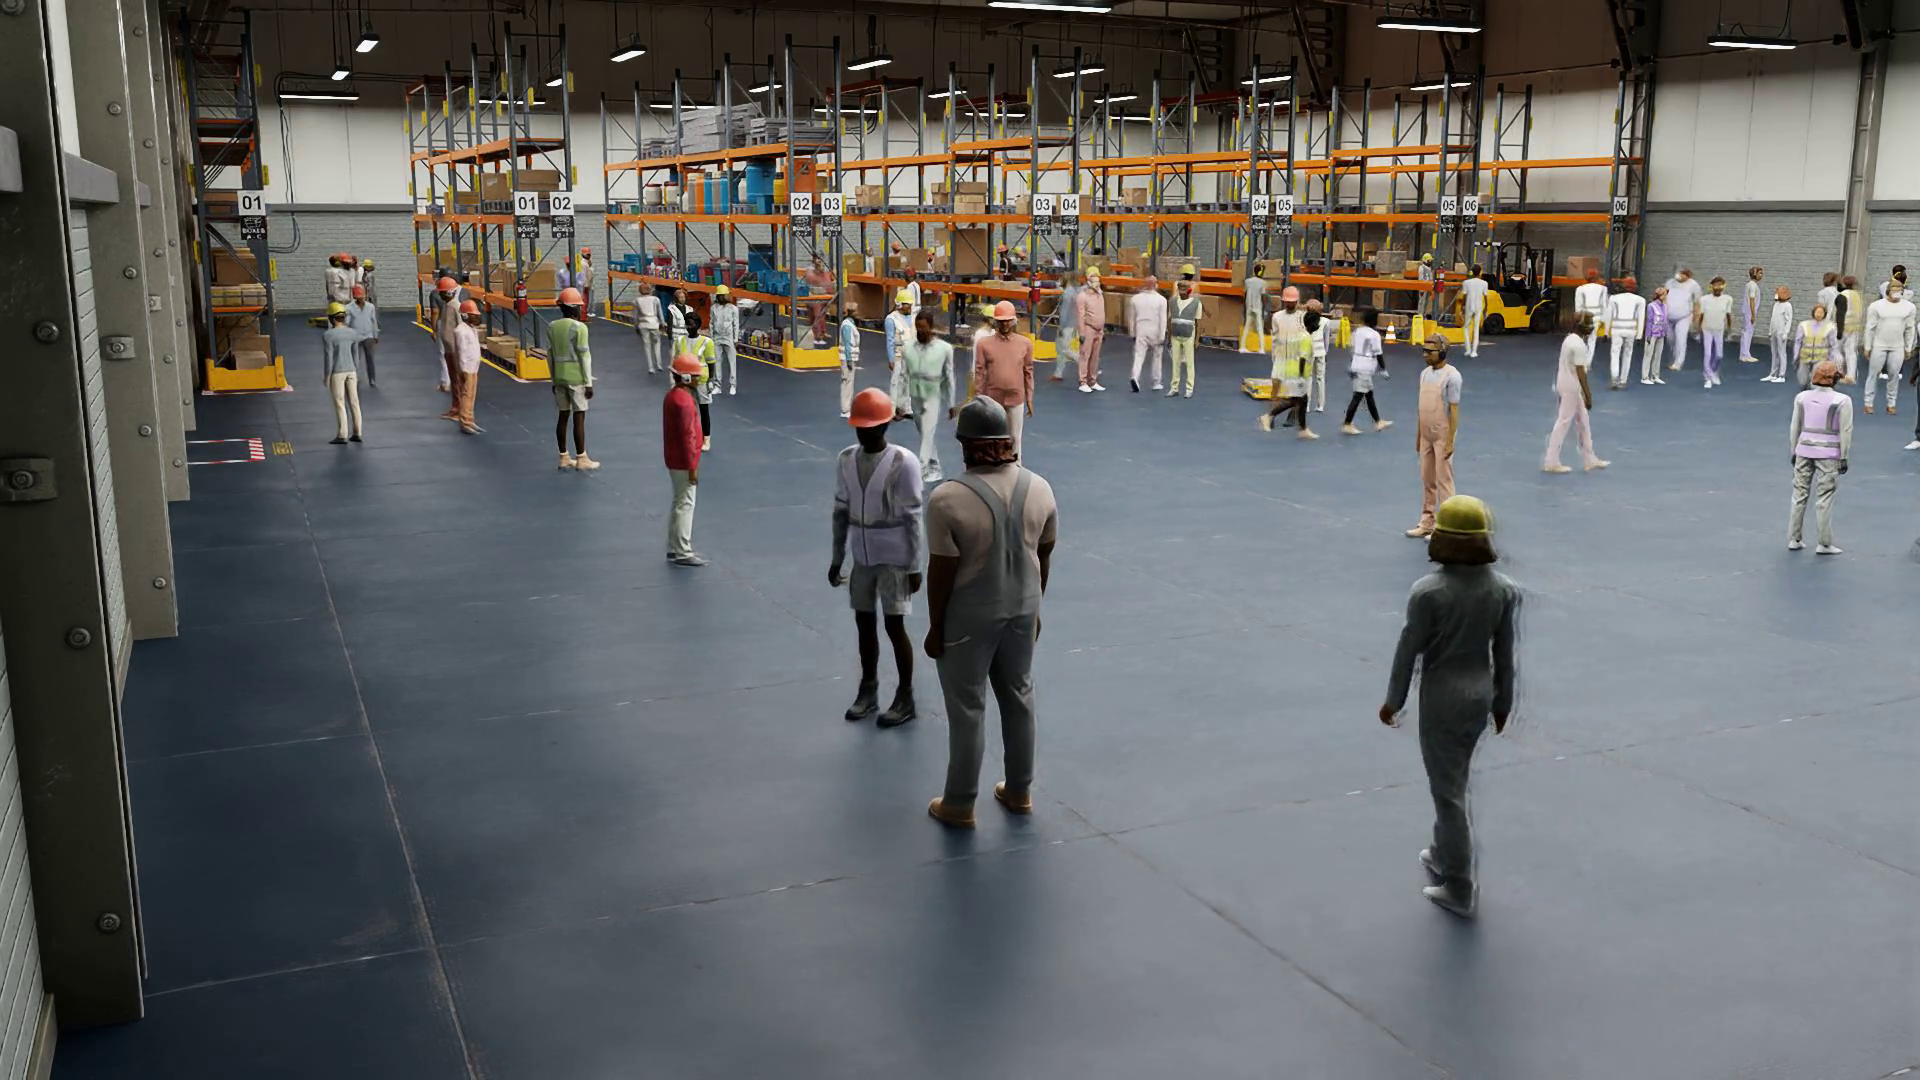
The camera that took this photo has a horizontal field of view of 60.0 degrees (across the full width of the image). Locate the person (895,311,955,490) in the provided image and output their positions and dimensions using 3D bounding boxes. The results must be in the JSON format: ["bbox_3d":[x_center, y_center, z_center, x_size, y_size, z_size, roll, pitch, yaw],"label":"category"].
[{"bbox_3d":[-0.378,-1.476,17.512,0.598,1.859,1.046,6,13,27],"label":"person"}]

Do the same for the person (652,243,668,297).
[{"bbox_3d":[-8.662,-7.521,47.863,0.637,2.011,0.759,-9,14,-39],"label":"person"}]

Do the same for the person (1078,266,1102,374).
[{"bbox_3d":[2.358,-3.953,29.945,0.396,1.919,0.587,-7,13,-31],"label":"person"}]

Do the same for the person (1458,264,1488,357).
[{"bbox_3d":[10.295,-4.600,33.394,0.603,1.862,0.439,2,11,8],"label":"person"}]

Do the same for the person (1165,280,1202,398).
[{"bbox_3d":[3.504,-3.141,26.012,0.563,1.837,0.389,7,13,32],"label":"person"}]

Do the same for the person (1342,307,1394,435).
[{"bbox_3d":[5.337,-2.192,21.628,0.828,1.653,0.550,-2,11,-12],"label":"person"}]

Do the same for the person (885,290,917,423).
[{"bbox_3d":[-0.777,-2.537,22.981,0.403,1.824,0.594,9,14,39],"label":"person"}]

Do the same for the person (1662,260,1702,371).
[{"bbox_3d":[13.266,-4.161,30.679,0.665,2.000,0.690,-10,15,-41],"label":"person"}]

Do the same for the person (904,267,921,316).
[{"bbox_3d":[-0.893,-4.128,30.910,0.338,1.881,0.582,2,11,9],"label":"person"}]

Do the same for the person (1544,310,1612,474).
[{"bbox_3d":[6.883,-1.613,18.299,0.849,1.813,0.550,2,11,12],"label":"person"}]

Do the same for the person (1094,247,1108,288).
[{"bbox_3d":[3.860,-7.279,46.847,0.456,1.912,0.605,-3,11,-14],"label":"person"}]

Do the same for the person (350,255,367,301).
[{"bbox_3d":[-14.778,-6.037,40.718,0.564,1.842,0.393,1,11,4],"label":"person"}]

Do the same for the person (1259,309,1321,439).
[{"bbox_3d":[4.219,-2.103,21.147,0.694,1.667,0.544,2,11,11],"label":"person"}]

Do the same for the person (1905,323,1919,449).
[{"bbox_3d":[11.812,-2.018,20.124,0.397,1.911,0.588,-5,12,-24],"label":"person"}]

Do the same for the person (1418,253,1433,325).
[{"bbox_3d":[12.085,-6.510,43.135,0.404,1.837,0.594,8,14,35],"label":"person"}]

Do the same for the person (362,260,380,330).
[{"bbox_3d":[-14.404,-5.969,40.667,0.331,1.734,0.513,-2,11,-10],"label":"person"}]

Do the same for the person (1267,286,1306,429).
[{"bbox_3d":[4.349,-2.411,22.136,0.549,1.896,0.936,5,12,26],"label":"person"}]

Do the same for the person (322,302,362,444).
[{"bbox_3d":[-7.759,-2.085,20.829,0.315,1.767,0.535,6,13,27],"label":"person"}]

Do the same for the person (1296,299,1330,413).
[{"bbox_3d":[5.091,-2.650,24.017,0.514,1.642,0.310,-4,12,-18],"label":"person"}]

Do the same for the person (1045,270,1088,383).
[{"bbox_3d":[1.849,-3.593,28.090,0.756,1.922,0.635,1,11,5],"label":"person"}]

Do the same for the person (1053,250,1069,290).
[{"bbox_3d":[2.942,-7.540,48.469,0.630,1.816,0.838,-5,12,-25],"label":"person"}]

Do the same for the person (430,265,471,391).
[{"bbox_3d":[-8.315,-3.452,27.072,0.687,2.000,0.538,-9,14,-39],"label":"person"}]

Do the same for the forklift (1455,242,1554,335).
[{"bbox_3d":[13.047,-6.049,39.881,2.313,2.155,1.214,-5,12,-23],"label":"forklift"}]

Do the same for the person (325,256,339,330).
[{"bbox_3d":[-14.930,-5.848,39.730,0.496,1.861,0.335,4,12,20],"label":"person"}]

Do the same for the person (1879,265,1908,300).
[{"bbox_3d":[17.312,-4.144,30.914,0.386,1.914,0.590,-3,12,-15],"label":"person"}]

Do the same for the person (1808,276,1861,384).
[{"bbox_3d":[14.929,-3.578,28.314,0.659,1.801,0.881,-8,14,-36],"label":"person"}]

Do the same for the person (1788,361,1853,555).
[{"bbox_3d":[7.279,-0.698,14.100,0.314,1.639,0.515,-7,13,-31],"label":"person"}]

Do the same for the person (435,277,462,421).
[{"bbox_3d":[-7.052,-2.656,23.153,0.392,1.991,0.613,-8,14,-37],"label":"person"}]

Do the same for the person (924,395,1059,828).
[{"bbox_3d":[0.087,0.328,7.866,0.681,2.000,0.538,-7,13,-32],"label":"person"}]

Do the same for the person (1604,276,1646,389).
[{"bbox_3d":[10.862,-3.381,27.200,0.589,1.862,0.851,4,12,20],"label":"person"}]

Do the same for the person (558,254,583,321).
[{"bbox_3d":[-9.116,-5.728,38.943,0.551,1.921,0.516,-1,11,-8],"label":"person"}]

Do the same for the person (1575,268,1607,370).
[{"bbox_3d":[11.549,-4.044,30.526,0.581,1.868,0.430,1,11,6],"label":"person"}]

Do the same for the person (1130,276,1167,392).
[{"bbox_3d":[3.025,-3.327,26.869,0.652,1.876,0.883,6,12,27],"label":"person"}]

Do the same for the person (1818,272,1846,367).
[{"bbox_3d":[16.053,-4.034,30.637,0.514,1.808,0.922,-4,12,-19],"label":"person"}]

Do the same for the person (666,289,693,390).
[{"bbox_3d":[-4.555,-3.262,27.126,0.515,1.642,0.314,-11,15,-44],"label":"person"}]

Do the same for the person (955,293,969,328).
[{"bbox_3d":[0.012,-6.275,41.898,0.493,1.860,0.332,8,14,35],"label":"person"}]

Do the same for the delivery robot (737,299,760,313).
[{"bbox_3d":[-5.919,-6.576,46.498,0.707,0.478,0.477,9,14,39],"label":"delivery robot"}]
